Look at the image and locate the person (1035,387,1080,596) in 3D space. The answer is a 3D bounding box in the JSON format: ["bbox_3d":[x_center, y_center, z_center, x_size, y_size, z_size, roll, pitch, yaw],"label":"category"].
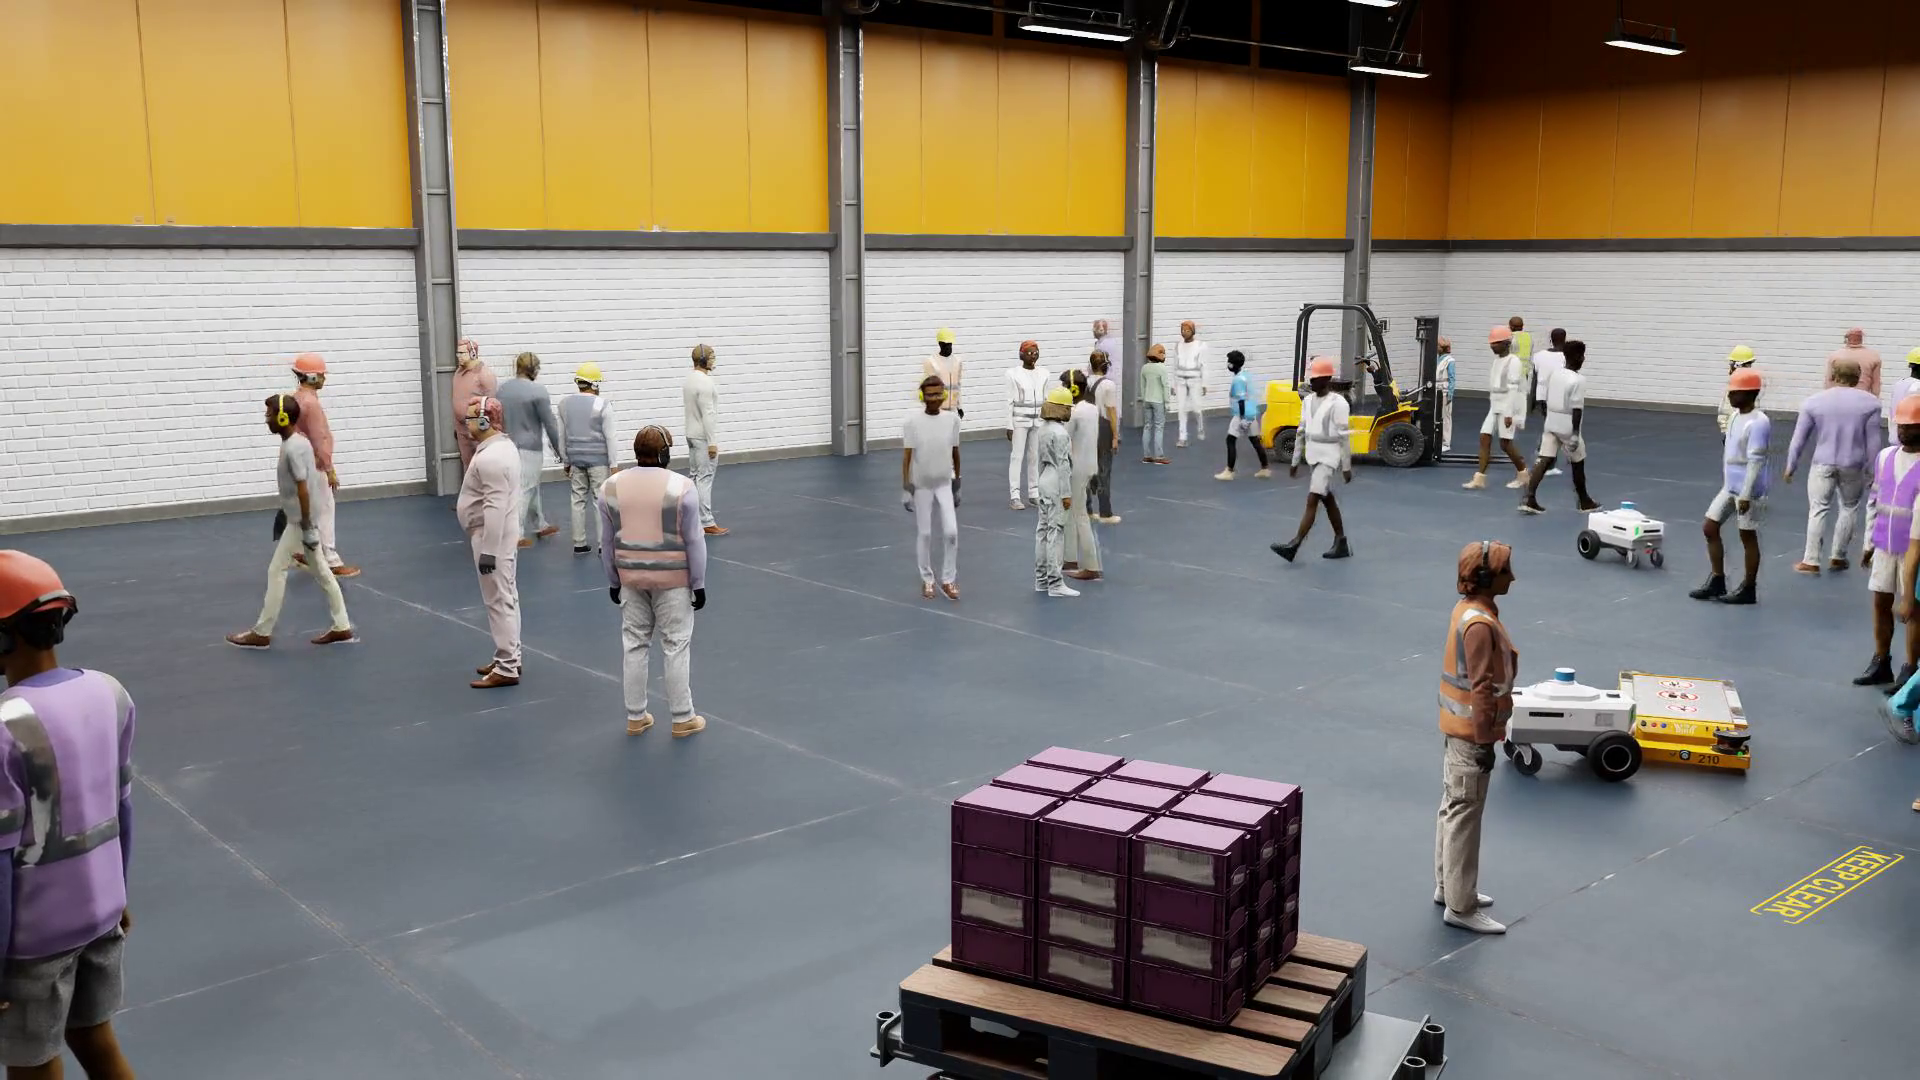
[{"bbox_3d":[0.813,-0.404,13.842,0.308,1.737,0.484,-4,10,-20],"label":"person"}]

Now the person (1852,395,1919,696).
[{"bbox_3d":[6.089,0.038,10.714,0.464,1.939,0.554,-5,11,-25],"label":"person"}]

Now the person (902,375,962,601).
[{"bbox_3d":[-0.215,-0.412,13.555,0.527,1.852,0.632,-2,10,-13],"label":"person"}]

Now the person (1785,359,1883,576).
[{"bbox_3d":[7.735,-0.648,14.763,0.717,1.906,0.707,4,11,24],"label":"person"}]

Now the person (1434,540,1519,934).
[{"bbox_3d":[2.167,0.811,7.005,0.310,1.642,0.514,2,10,10],"label":"person"}]

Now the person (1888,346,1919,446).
[{"bbox_3d":[9.455,-0.960,16.538,0.381,1.928,0.587,0,10,2],"label":"person"}]

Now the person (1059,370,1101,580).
[{"bbox_3d":[0.944,-0.562,14.486,0.701,1.838,0.491,5,11,26],"label":"person"}]

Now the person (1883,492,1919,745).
[{"bbox_3d":[5.628,0.309,9.428,0.559,1.822,0.478,-4,11,-24],"label":"person"}]

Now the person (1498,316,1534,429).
[{"bbox_3d":[8.994,-2.700,26.981,0.629,1.840,0.429,-6,11,-31],"label":"person"}]

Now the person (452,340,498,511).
[{"bbox_3d":[-5.358,-1.244,18.260,0.651,1.906,0.402,7,12,36],"label":"person"}]

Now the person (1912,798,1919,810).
[{"bbox_3d":[5.116,0.426,8.223,0.380,1.996,0.608,-8,12,-38],"label":"person"}]

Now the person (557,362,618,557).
[{"bbox_3d":[-3.457,-0.750,15.585,0.602,1.830,0.404,3,10,19],"label":"person"}]

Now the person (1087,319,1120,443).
[{"bbox_3d":[2.015,-2.365,24.951,0.856,1.868,0.649,2,10,9],"label":"person"}]

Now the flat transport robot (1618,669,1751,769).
[{"bbox_3d":[4.222,1.025,9.757,0.652,0.197,1.431,4,10,20],"label":"flat transport robot"}]

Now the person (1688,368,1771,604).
[{"bbox_3d":[6.190,-0.421,13.393,0.649,1.919,0.570,0,10,0],"label":"person"}]

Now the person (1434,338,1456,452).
[{"bbox_3d":[6.947,-2.092,24.000,0.314,1.641,0.515,-3,10,-19],"label":"person"}]

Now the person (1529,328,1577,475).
[{"bbox_3d":[7.650,-1.775,21.408,0.460,1.892,0.647,-7,12,-37],"label":"person"}]

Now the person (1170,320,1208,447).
[{"bbox_3d":[3.393,-2.314,24.605,0.605,1.876,0.552,6,11,30],"label":"person"}]

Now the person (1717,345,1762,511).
[{"bbox_3d":[8.612,-1.239,18.439,0.403,1.835,0.588,9,13,42],"label":"person"}]

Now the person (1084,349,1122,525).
[{"bbox_3d":[1.459,-1.080,17.484,0.506,1.846,0.346,9,13,42],"label":"person"}]

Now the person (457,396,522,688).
[{"bbox_3d":[-3.080,0.011,10.915,0.408,1.906,0.653,-1,10,-8],"label":"person"}]

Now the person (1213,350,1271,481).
[{"bbox_3d":[3.592,-1.563,20.898,0.698,1.647,0.572,3,10,19],"label":"person"}]

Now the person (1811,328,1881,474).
[{"bbox_3d":[11.543,-1.800,21.607,0.703,1.887,0.573,3,10,18],"label":"person"}]

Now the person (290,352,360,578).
[{"bbox_3d":[-5.598,-0.640,14.489,0.497,1.987,0.639,-6,11,-30],"label":"person"}]

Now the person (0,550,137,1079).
[{"bbox_3d":[-2.511,1.033,4.573,0.404,2.030,0.618,1,10,6],"label":"person"}]

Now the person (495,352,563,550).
[{"bbox_3d":[-4.113,-0.871,16.138,0.618,1.892,0.916,7,12,34],"label":"person"}]

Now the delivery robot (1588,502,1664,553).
[{"bbox_3d":[6.115,-0.106,15.278,0.477,0.478,0.707,-3,10,-17],"label":"delivery robot"}]

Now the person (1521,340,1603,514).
[{"bbox_3d":[6.578,-1.219,18.119,1.037,1.918,0.615,-4,10,-22],"label":"person"}]

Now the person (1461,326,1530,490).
[{"bbox_3d":[6.502,-1.578,20.029,0.873,1.979,0.661,-2,10,-12],"label":"person"}]

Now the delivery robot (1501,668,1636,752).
[{"bbox_3d":[3.304,0.945,9.122,0.707,0.478,0.477,1,10,7],"label":"delivery robot"}]

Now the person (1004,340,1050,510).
[{"bbox_3d":[0.760,-1.282,18.559,0.576,1.882,0.355,-5,11,-29],"label":"person"}]

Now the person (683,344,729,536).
[{"bbox_3d":[-2.589,-1.009,16.791,0.370,1.940,0.630,-5,11,-27],"label":"person"}]

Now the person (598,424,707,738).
[{"bbox_3d":[-1.774,0.242,9.749,0.634,1.842,0.429,2,10,13],"label":"person"}]

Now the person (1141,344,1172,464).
[{"bbox_3d":[2.657,-1.842,22.564,0.289,1.633,0.497,-8,12,-39],"label":"person"}]

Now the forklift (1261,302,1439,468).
[{"bbox_3d":[5.320,-2.157,22.763,2.313,2.155,1.214,3,10,16],"label":"forklift"}]

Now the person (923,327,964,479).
[{"bbox_3d":[-0.192,-1.706,20.909,0.590,1.926,0.388,-7,12,-37],"label":"person"}]

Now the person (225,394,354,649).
[{"bbox_3d":[-4.852,-0.125,11.926,0.931,1.827,0.504,-2,10,-11],"label":"person"}]

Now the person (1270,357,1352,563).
[{"bbox_3d":[3.248,-0.730,15.289,0.995,1.886,0.568,-5,11,-26],"label":"person"}]
